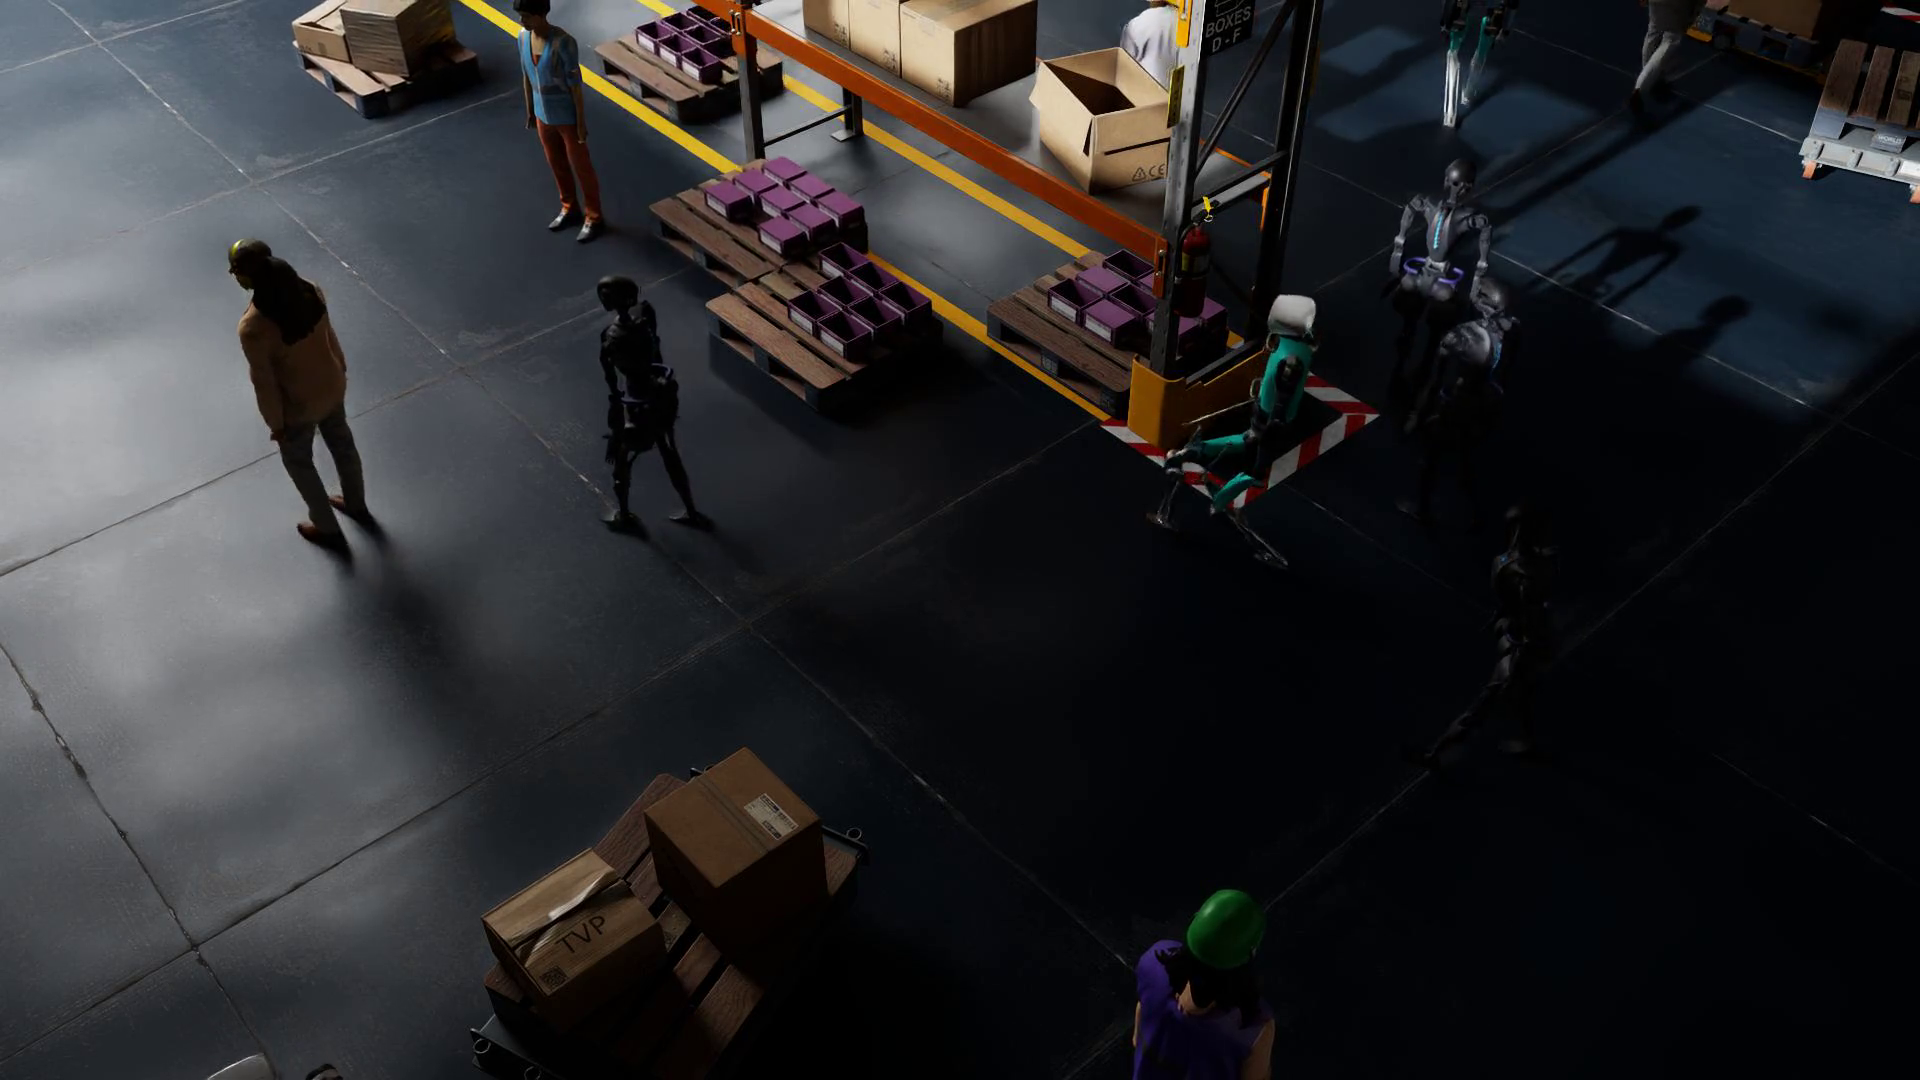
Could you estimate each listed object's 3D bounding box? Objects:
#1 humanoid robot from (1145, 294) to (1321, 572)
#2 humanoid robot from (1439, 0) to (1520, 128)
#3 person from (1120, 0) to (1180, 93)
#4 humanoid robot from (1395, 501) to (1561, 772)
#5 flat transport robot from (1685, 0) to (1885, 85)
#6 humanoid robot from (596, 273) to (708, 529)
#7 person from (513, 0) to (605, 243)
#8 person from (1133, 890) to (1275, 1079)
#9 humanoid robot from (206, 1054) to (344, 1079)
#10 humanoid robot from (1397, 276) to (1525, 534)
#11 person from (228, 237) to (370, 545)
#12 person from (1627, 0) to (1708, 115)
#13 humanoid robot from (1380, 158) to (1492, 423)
[{"bbox_3d":[1.344,-0.539,8.636,1.012,1.788,0.558,10,43,10],"label":"humanoid robot"},{"bbox_3d":[3.820,-3.870,12.276,0.551,1.855,0.863,11,44,12],"label":"humanoid robot"},{"bbox_3d":[1.310,-3.127,11.428,0.570,1.709,0.870,-24,48,-24],"label":"person"},{"bbox_3d":[2.493,0.468,7.577,0.783,1.615,0.612,5,43,6],"label":"humanoid robot"},{"bbox_3d":[6.670,-4.085,13.538,0.659,0.231,1.431,-32,52,-30],"label":"flat transport robot"},{"bbox_3d":[-1.733,-0.719,8.845,0.651,1.636,0.601,13,44,14],"label":"humanoid robot"},{"bbox_3d":[-2.691,-2.837,11.081,0.507,1.758,0.341,21,46,21],"label":"person"},{"bbox_3d":[0.821,1.879,5.834,0.528,1.924,0.427,34,52,31],"label":"person"},{"bbox_3d":[-2.286,2.198,5.701,0.540,1.894,0.710,-31,51,-29],"label":"humanoid robot"},{"bbox_3d":[2.672,-0.649,8.775,0.612,1.647,0.524,-17,45,-18],"label":"humanoid robot"},{"bbox_3d":[-3.449,-0.770,8.759,0.444,1.868,0.575,20,46,21],"label":"person"},{"bbox_3d":[5.321,-4.090,12.421,0.514,1.806,0.833,31,51,30],"label":"person"},{"bbox_3d":[2.762,-1.468,9.656,0.610,1.638,0.541,25,48,24],"label":"humanoid robot"}]
